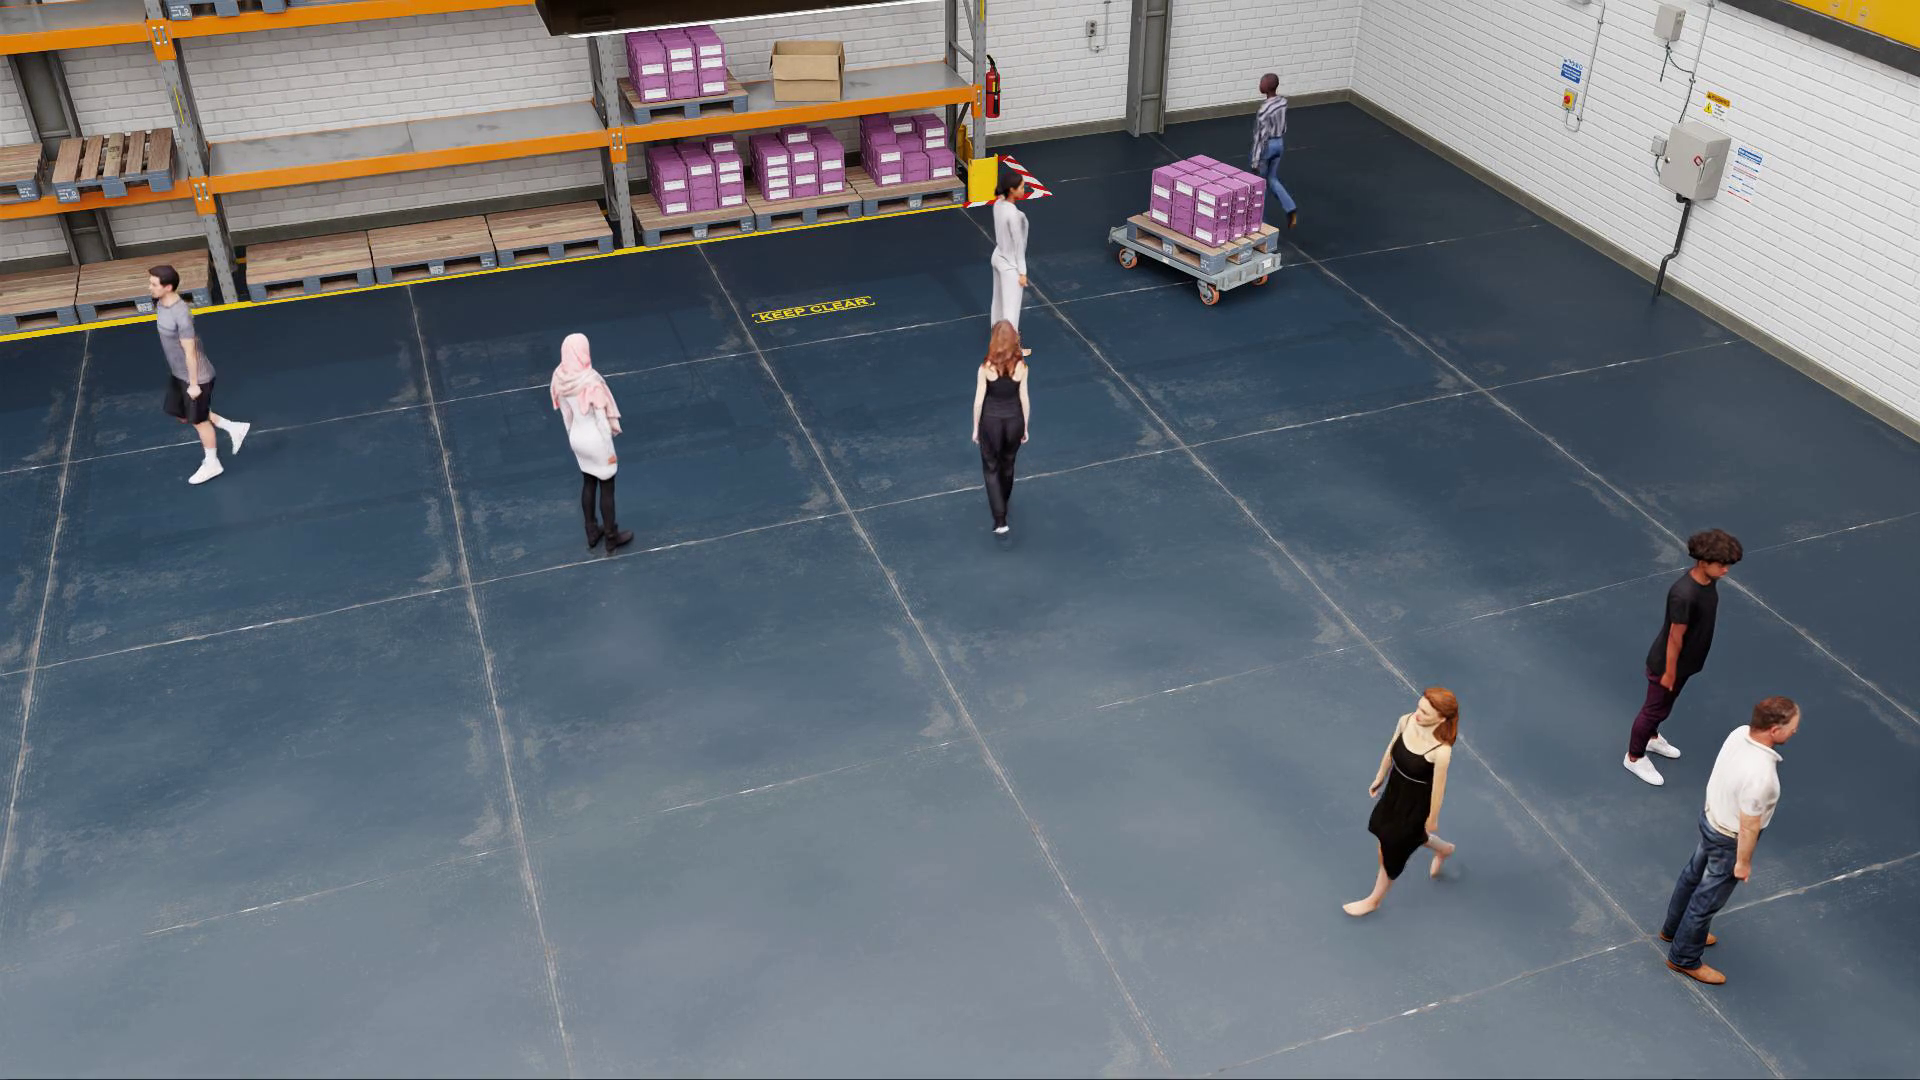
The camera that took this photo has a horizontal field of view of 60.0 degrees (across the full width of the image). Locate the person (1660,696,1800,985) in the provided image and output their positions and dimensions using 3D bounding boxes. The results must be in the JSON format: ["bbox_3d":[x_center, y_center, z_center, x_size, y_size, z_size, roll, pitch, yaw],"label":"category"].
[{"bbox_3d":[4.140,1.583,9.009,0.767,1.851,0.753,8,34,11],"label":"person"}]

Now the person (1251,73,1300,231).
[{"bbox_3d":[3.323,-4.020,17.513,0.947,1.768,0.934,-28,43,-35],"label":"person"}]

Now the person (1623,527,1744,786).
[{"bbox_3d":[4.496,0.690,10.415,0.781,1.780,0.680,24,40,31],"label":"person"}]

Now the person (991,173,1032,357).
[{"bbox_3d":[0.446,-2.544,15.317,0.537,1.740,0.638,-13,36,-19],"label":"person"}]

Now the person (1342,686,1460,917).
[{"bbox_3d":[2.627,1.451,9.431,0.975,1.602,0.568,-12,35,-17],"label":"person"}]

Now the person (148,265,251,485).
[{"bbox_3d":[-6.135,-1.372,13.447,0.868,1.857,0.989,28,42,35],"label":"person"}]

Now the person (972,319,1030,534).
[{"bbox_3d":[0.320,-0.837,12.762,0.930,1.725,0.772,-6,34,-9],"label":"person"}]

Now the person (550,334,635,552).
[{"bbox_3d":[-2.773,-0.717,12.512,0.742,1.803,0.782,20,39,27],"label":"person"}]
